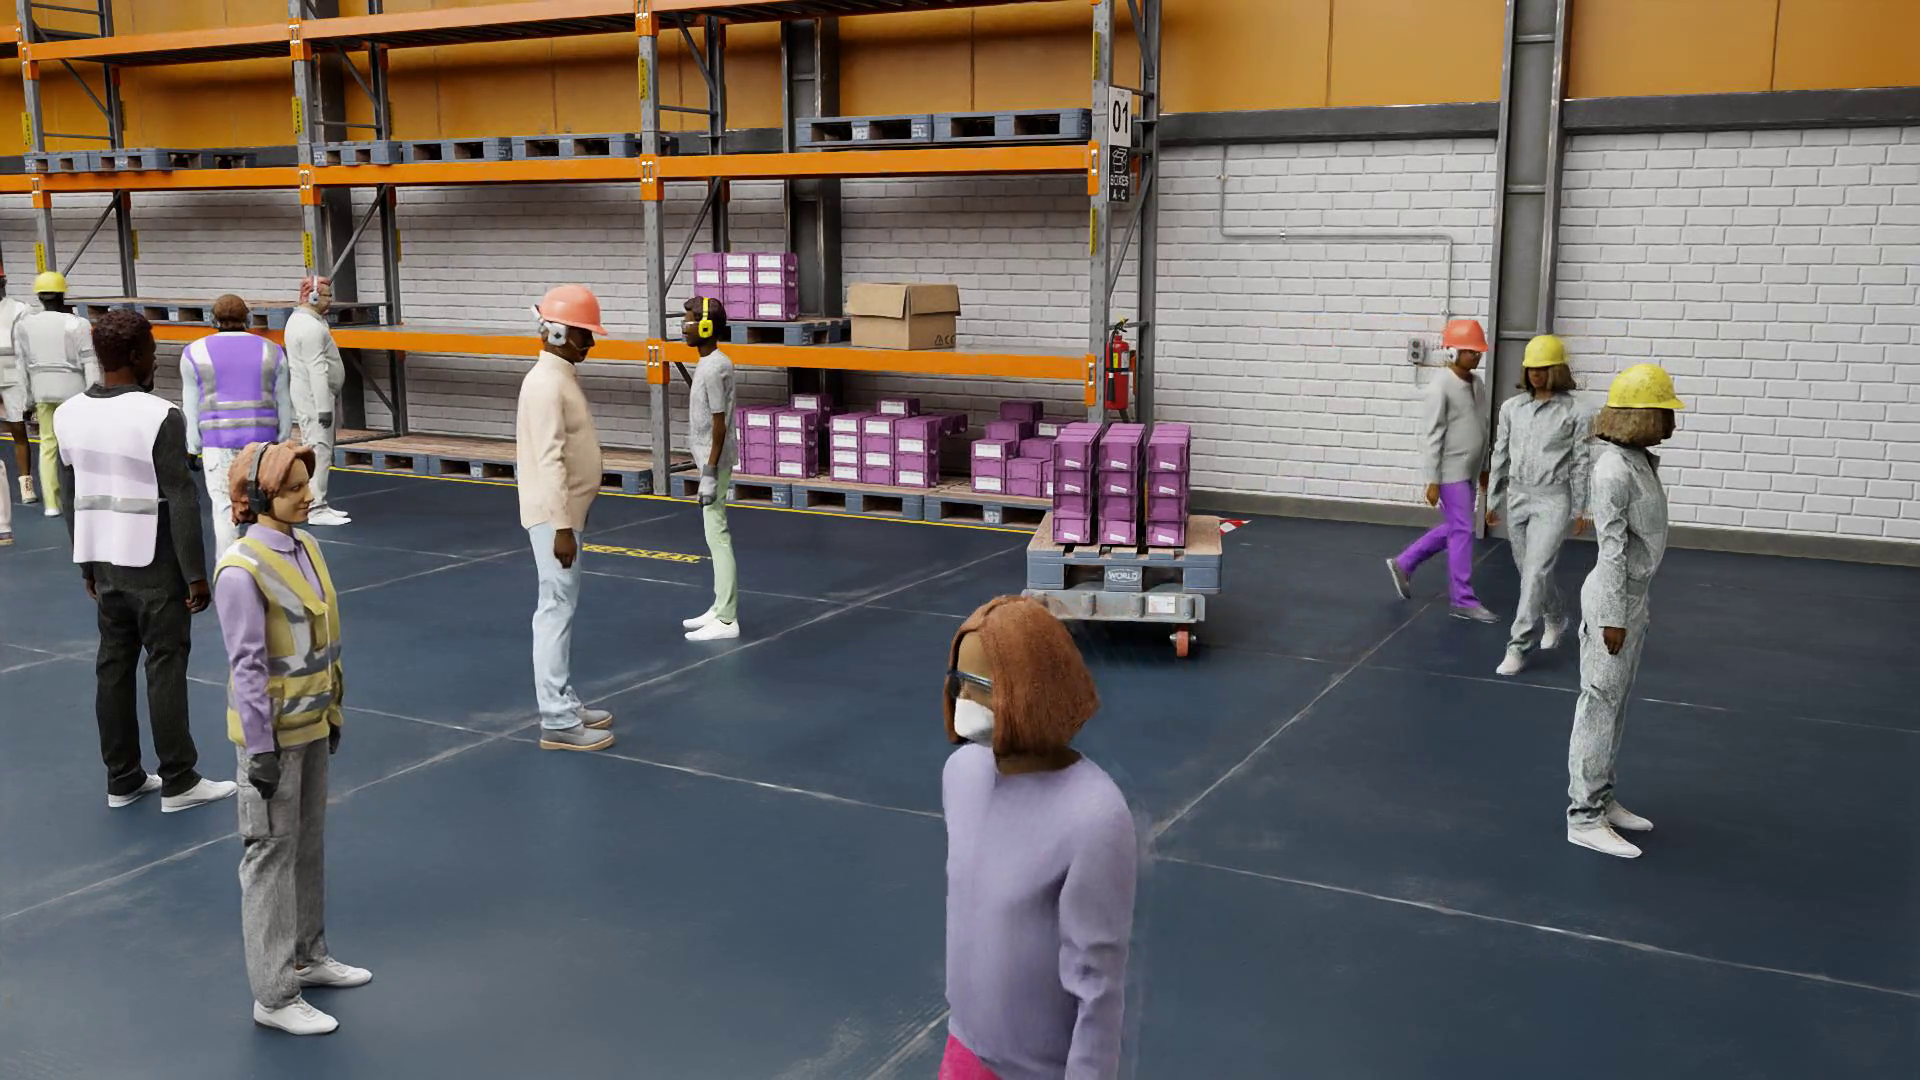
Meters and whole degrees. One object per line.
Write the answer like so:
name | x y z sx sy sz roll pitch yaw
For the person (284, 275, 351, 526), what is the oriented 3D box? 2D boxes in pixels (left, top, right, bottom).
person | -4.882 -1.055 12.666 0.399 1.897 0.647 -6 12 -30

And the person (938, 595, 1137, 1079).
person | 0.157 0.876 2.840 0.685 1.612 0.503 -8 13 -37

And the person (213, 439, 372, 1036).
person | -1.870 0.538 4.624 0.306 1.640 0.522 0 10 -2

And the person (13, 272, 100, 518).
person | -7.032 -1.121 13.026 0.658 1.914 0.423 -1 10 -7

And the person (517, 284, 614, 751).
person | -1.693 -0.099 7.168 0.402 1.985 0.611 -2 10 -8

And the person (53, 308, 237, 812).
person | -3.126 0.089 6.320 0.592 1.919 0.392 3 11 17

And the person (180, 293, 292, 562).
person | -4.496 -0.613 10.382 0.631 1.841 0.428 -6 12 -30

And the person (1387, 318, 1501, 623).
person | 2.823 -0.421 9.612 0.719 1.731 0.566 8 13 39

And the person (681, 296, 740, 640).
person | -1.370 -0.388 9.072 0.328 1.872 0.514 -2 10 -9

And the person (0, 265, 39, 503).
person | -7.863 -1.302 13.603 0.608 2.044 0.377 -5 12 -27

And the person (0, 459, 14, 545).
person | -6.892 -0.906 11.563 0.386 1.992 0.624 -1 10 -5

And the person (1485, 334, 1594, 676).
person | 2.987 -0.209 8.539 0.496 1.707 0.867 10 14 44

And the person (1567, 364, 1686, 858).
person | 2.386 0.243 5.960 0.295 1.744 0.484 6 12 30
